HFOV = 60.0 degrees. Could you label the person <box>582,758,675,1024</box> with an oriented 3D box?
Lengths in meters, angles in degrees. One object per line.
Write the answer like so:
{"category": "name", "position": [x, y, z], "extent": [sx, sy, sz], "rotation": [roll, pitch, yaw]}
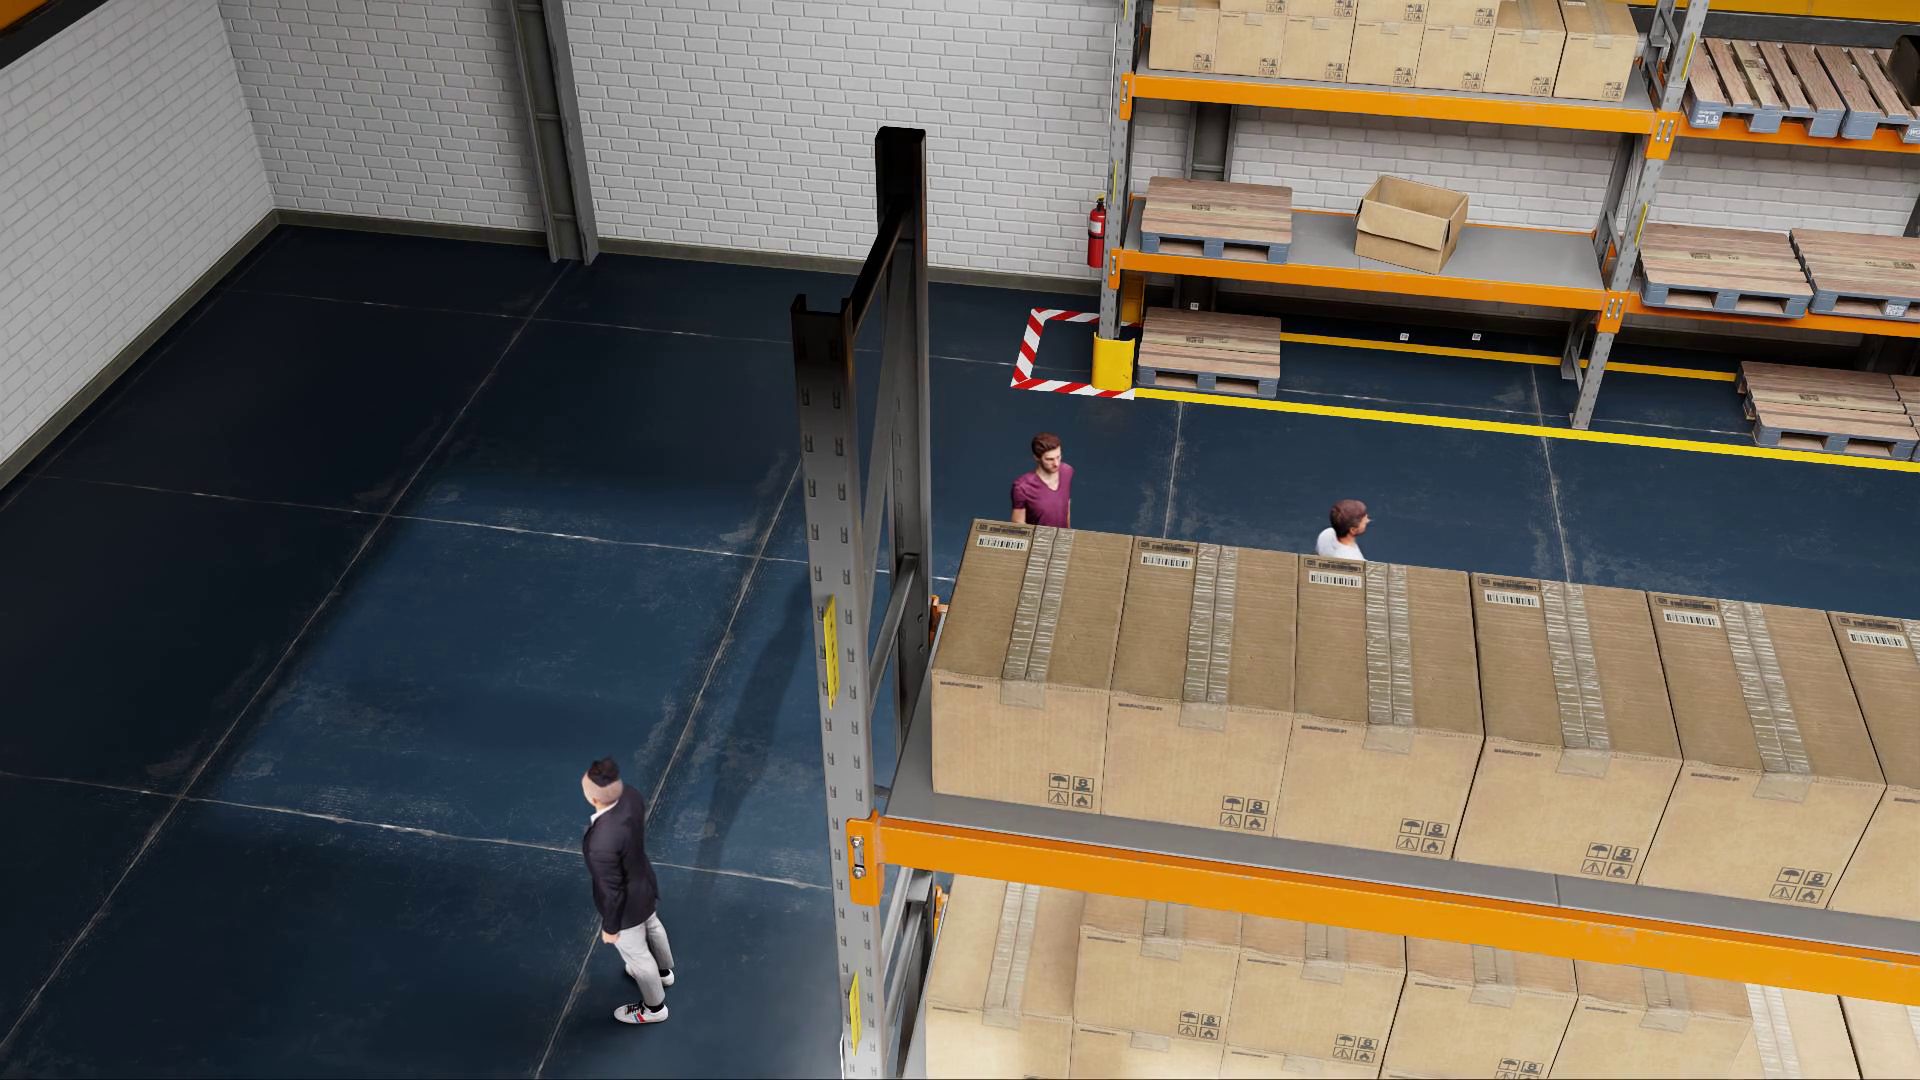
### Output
{"category": "person", "position": [-1.771, 1.848, 8.847], "extent": [0.599, 1.954, 0.726], "rotation": [3, 39, 4]}

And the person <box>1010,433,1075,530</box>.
{"category": "person", "position": [0.557, 0.044, 11.187], "extent": [0.734, 1.854, 0.783], "rotation": [-26, 45, -28]}

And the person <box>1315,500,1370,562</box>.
{"category": "person", "position": [2.369, 0.508, 10.596], "extent": [0.711, 1.866, 0.717], "rotation": [-12, 40, -14]}
